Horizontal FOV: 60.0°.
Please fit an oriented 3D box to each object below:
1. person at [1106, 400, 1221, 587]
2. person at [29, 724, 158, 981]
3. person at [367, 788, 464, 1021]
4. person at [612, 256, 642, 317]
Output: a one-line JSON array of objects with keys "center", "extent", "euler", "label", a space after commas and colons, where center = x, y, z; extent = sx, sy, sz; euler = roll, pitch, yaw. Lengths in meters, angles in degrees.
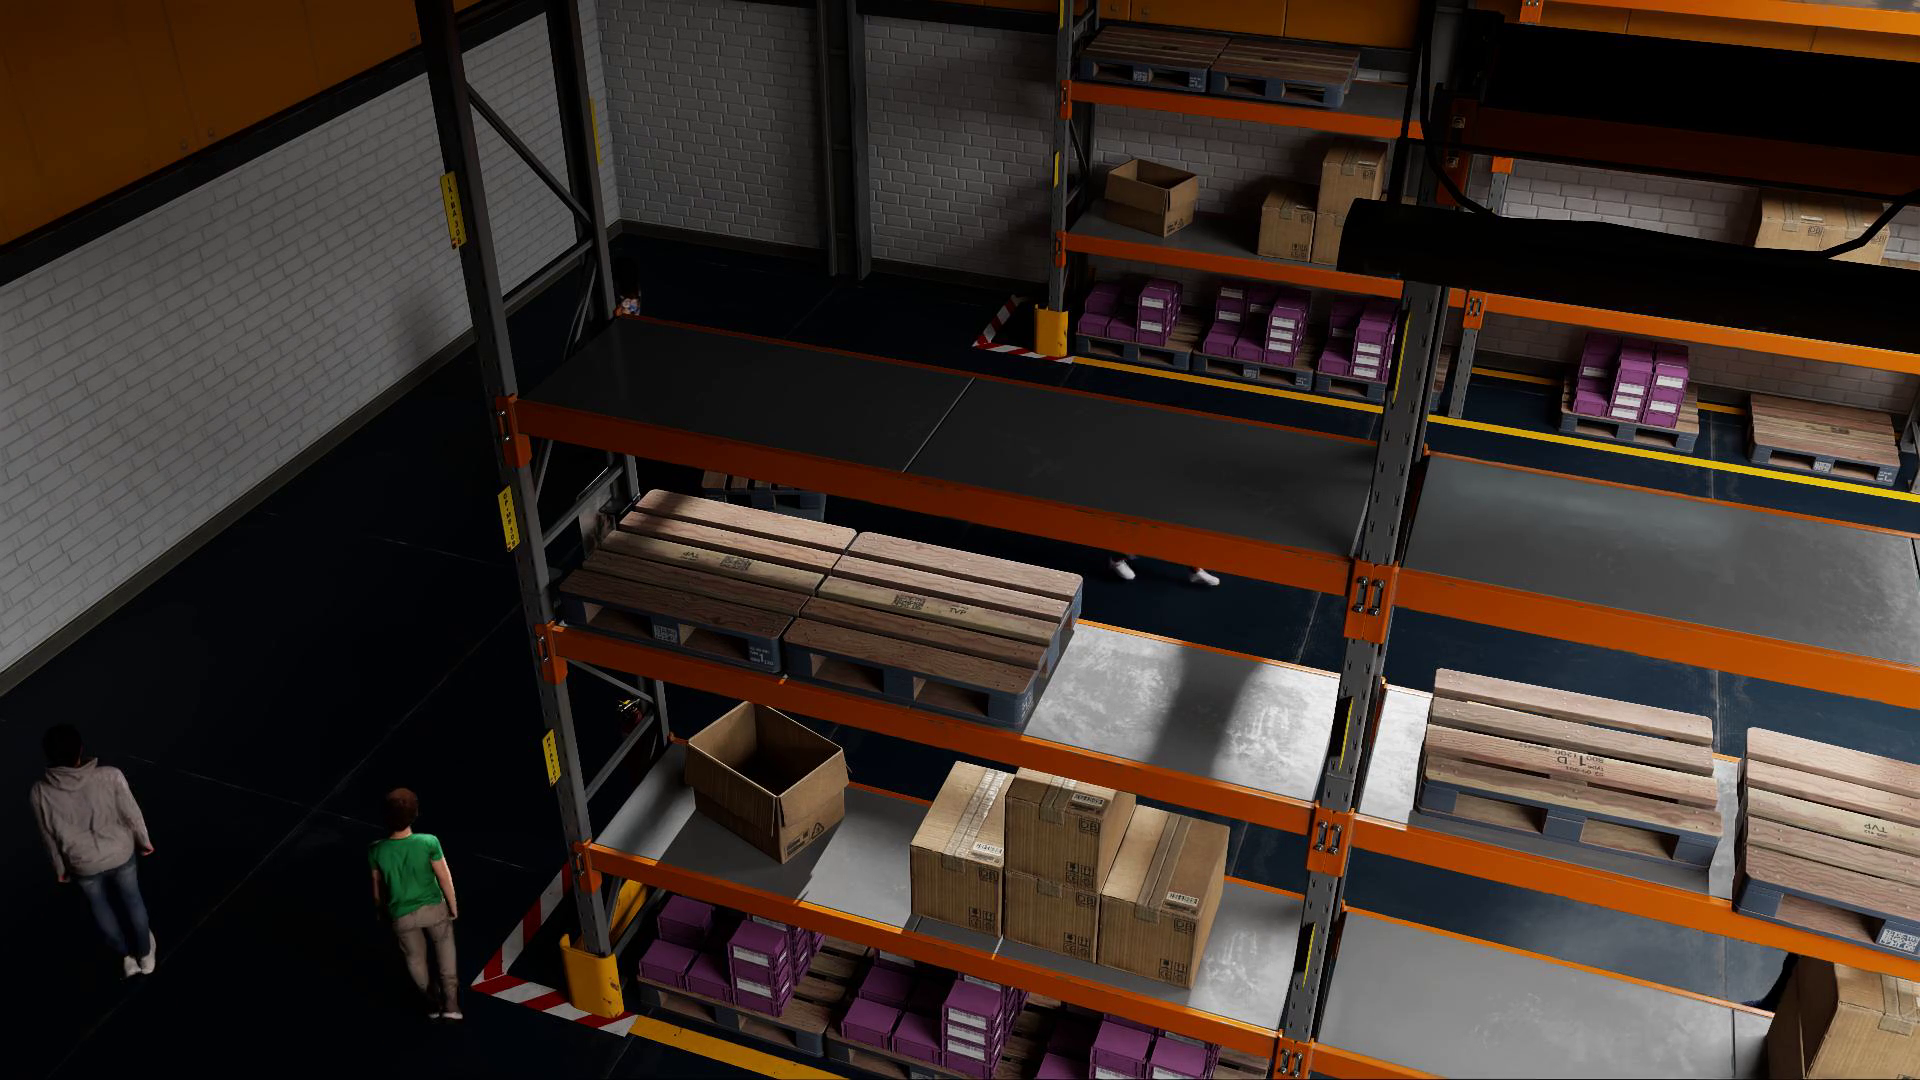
[{"center": [1.565, -0.342, 13.097], "extent": [1.117, 1.654, 0.575], "euler": [11, 35, 17], "label": "person"}, {"center": [-4.957, 1.876, 9.593], "extent": [0.909, 1.840, 0.975], "euler": [-17, 37, -24], "label": "person"}, {"center": [-3.052, 2.143, 9.374], "extent": [0.844, 1.639, 0.889], "euler": [-11, 35, -16], "label": "person"}, {"center": [-2.993, -1.790, 15.205], "extent": [0.619, 1.733, 0.651], "euler": [2, 34, 2], "label": "person"}]
